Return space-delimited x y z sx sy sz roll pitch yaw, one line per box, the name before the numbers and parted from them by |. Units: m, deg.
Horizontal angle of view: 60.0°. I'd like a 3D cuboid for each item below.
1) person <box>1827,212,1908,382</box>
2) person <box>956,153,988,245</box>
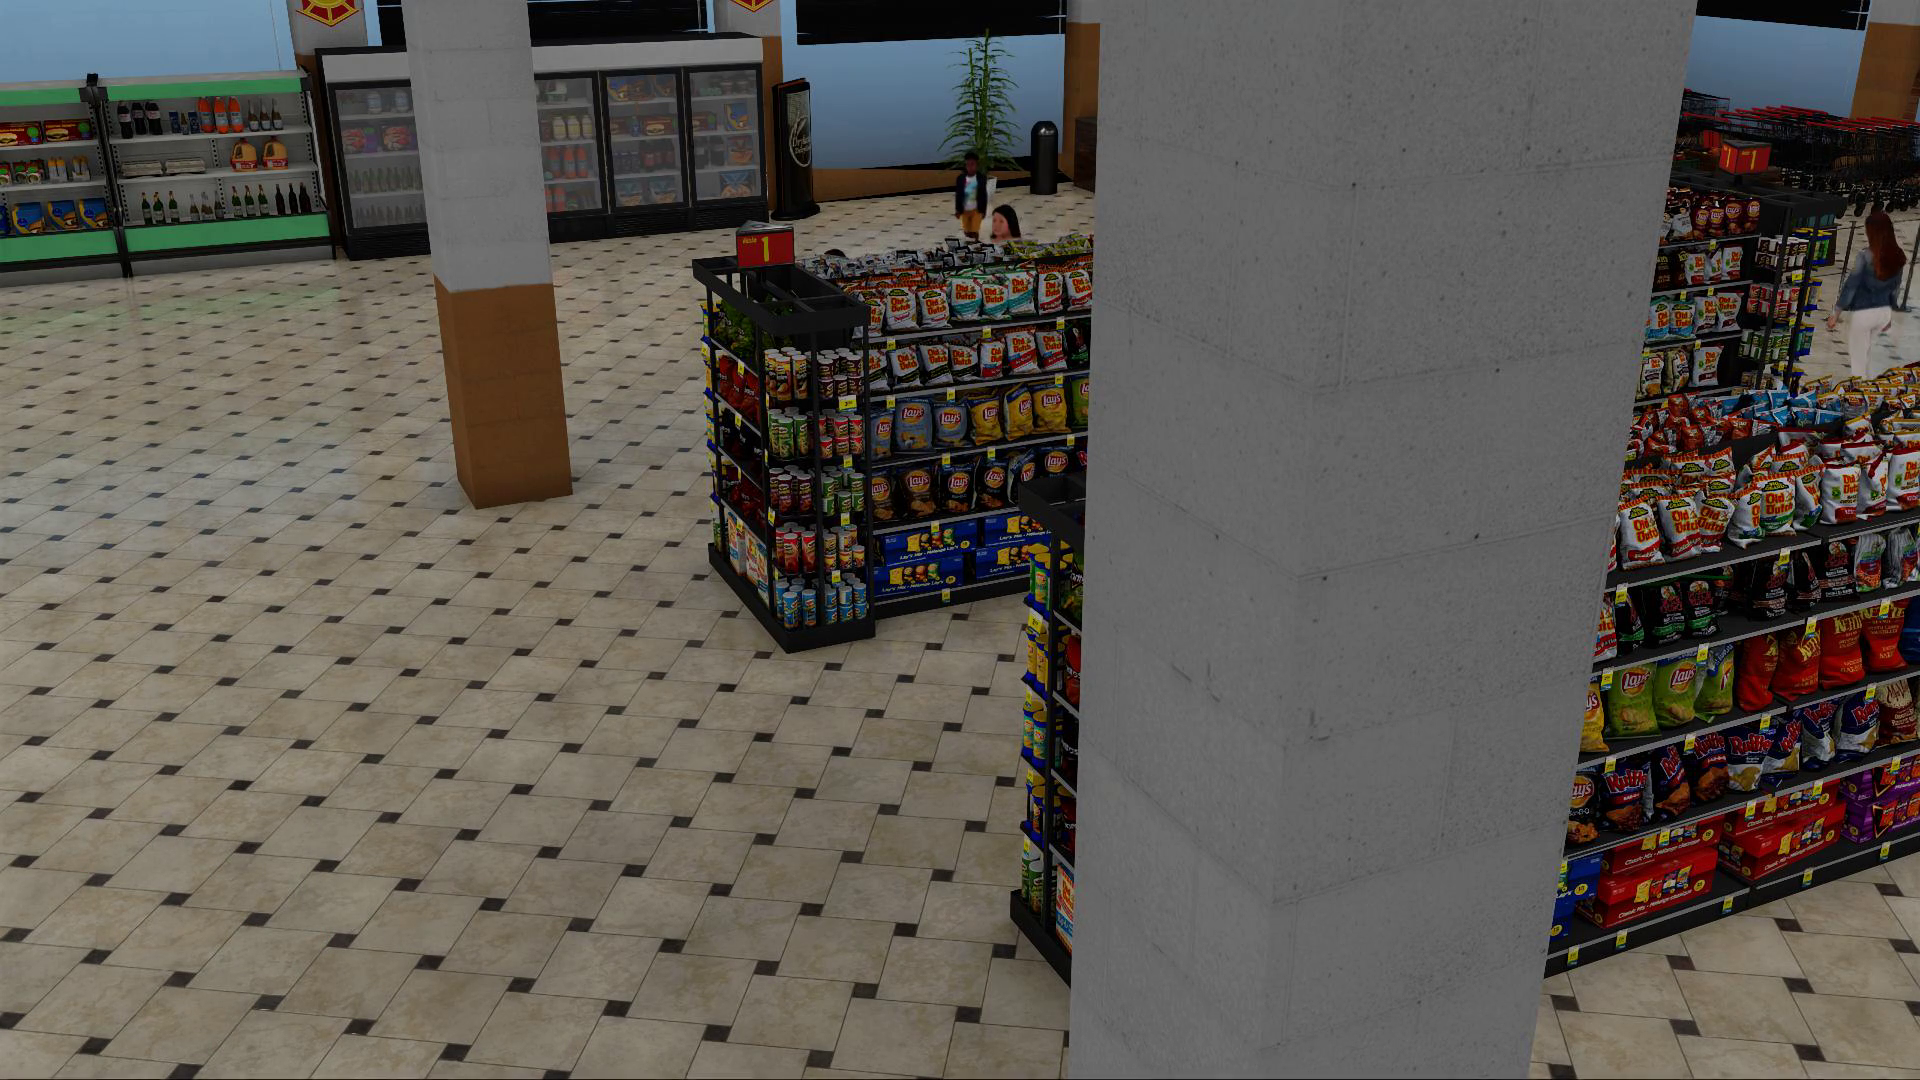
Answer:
person | 7.361 -1.752 13.335 0.544 1.676 0.712 -8 23 -20
person | 0.158 -3.821 19.070 0.820 1.241 0.811 2 22 5
